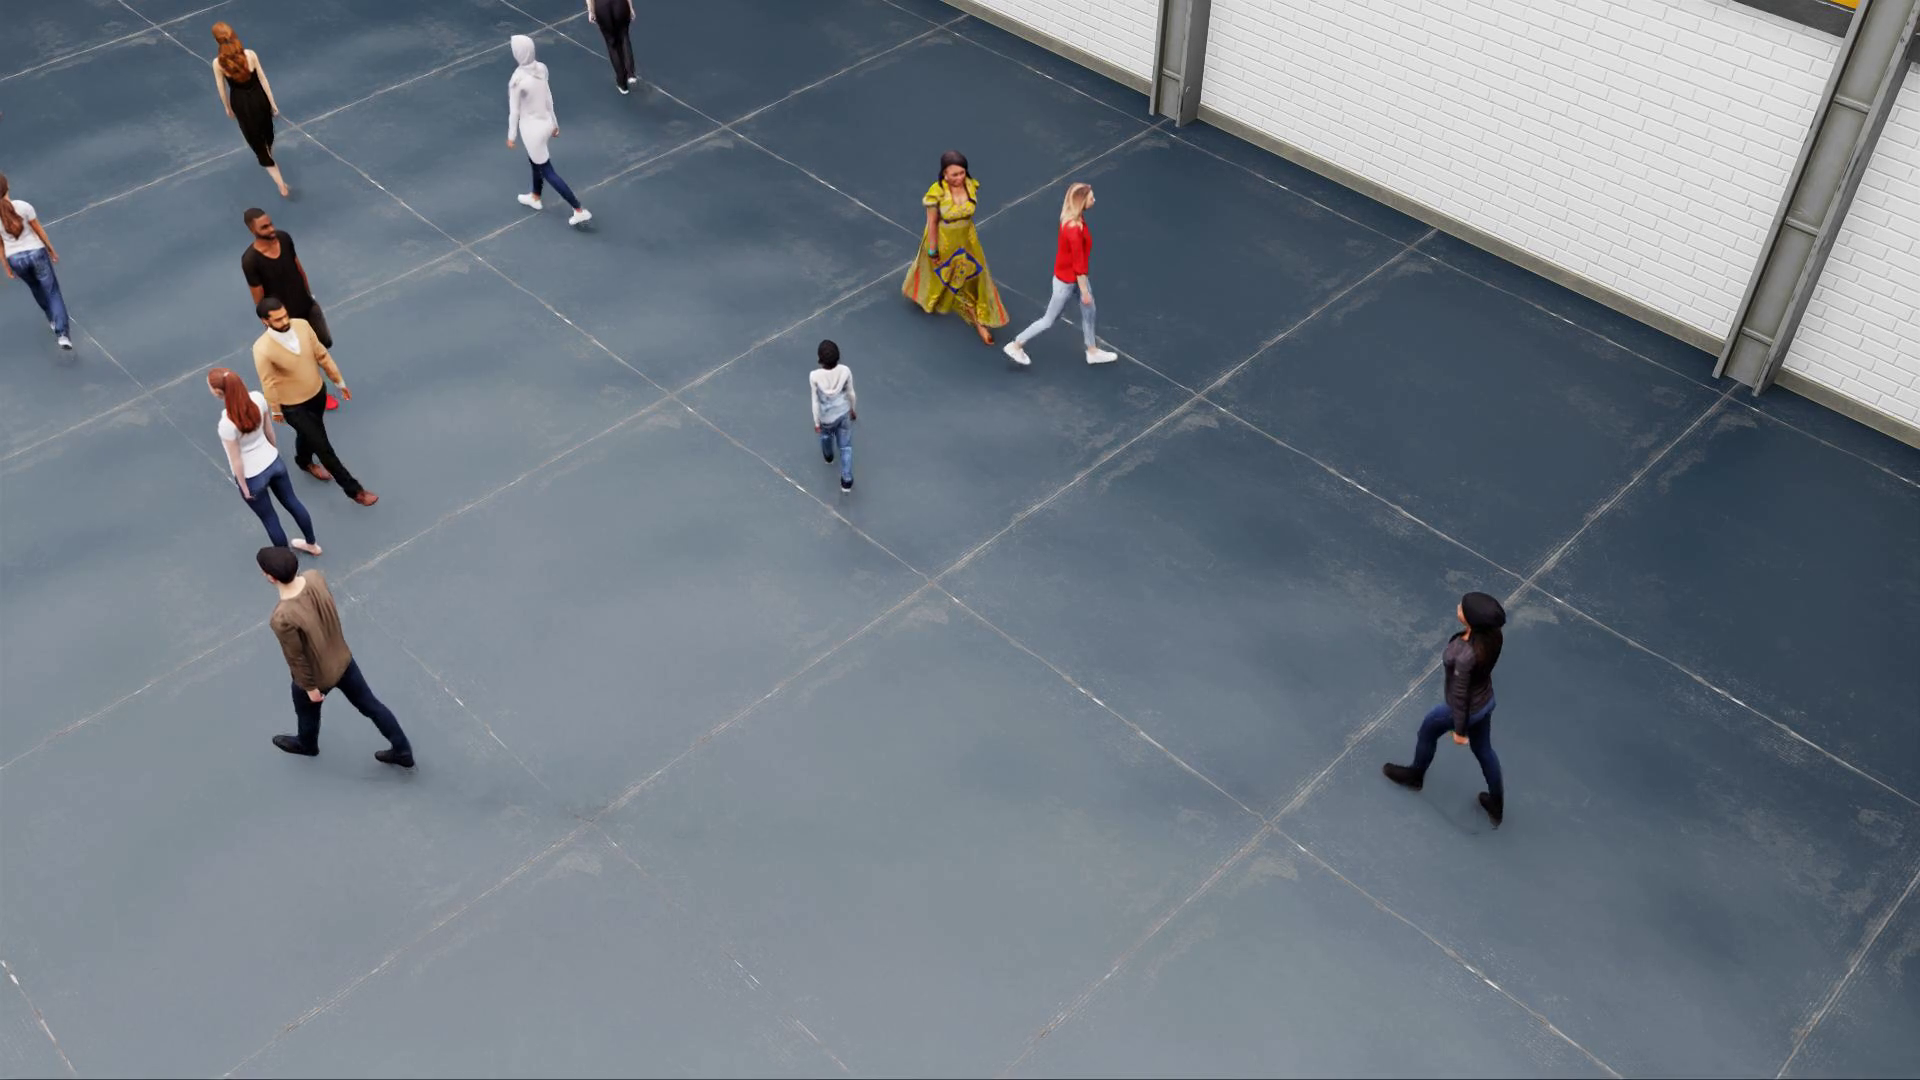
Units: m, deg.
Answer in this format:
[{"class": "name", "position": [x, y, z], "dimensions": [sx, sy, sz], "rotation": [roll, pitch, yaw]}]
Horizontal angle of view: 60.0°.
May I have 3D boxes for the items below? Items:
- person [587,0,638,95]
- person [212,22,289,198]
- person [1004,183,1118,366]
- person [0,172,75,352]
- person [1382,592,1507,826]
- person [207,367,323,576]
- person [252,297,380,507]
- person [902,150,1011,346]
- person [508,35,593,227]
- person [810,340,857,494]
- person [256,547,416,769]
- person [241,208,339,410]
[{"class": "person", "position": [-3.407, -5.184, 16.330], "dimensions": [0.712, 1.734, 0.763], "rotation": [-16, 46, -16]}, {"class": "person", "position": [-6.385, -3.845, 15.045], "dimensions": [0.753, 1.569, 1.182], "rotation": [-23, 48, -22]}, {"class": "person", "position": [0.780, -2.021, 13.057], "dimensions": [1.192, 1.669, 1.109], "rotation": [1, 44, 2]}, {"class": "person", "position": [-7.471, -2.221, 13.364], "dimensions": [0.807, 1.535, 1.105], "rotation": [-16, 46, -16]}, {"class": "person", "position": [3.060, 1.034, 9.829], "dimensions": [1.013, 1.699, 0.656], "rotation": [33, 53, 30]}, {"class": "person", "position": [-4.771, -0.469, 11.380], "dimensions": [0.629, 1.736, 0.622], "rotation": [18, 46, 18]}, {"class": "person", "position": [-4.790, -1.040, 12.002], "dimensions": [1.244, 1.705, 0.909], "rotation": [19, 47, 19]}, {"class": "person", "position": [-0.128, -2.442, 13.548], "dimensions": [0.977, 1.601, 1.340], "rotation": [-23, 48, -22]}, {"class": "person", "position": [-3.654, -3.546, 14.603], "dimensions": [1.195, 1.746, 0.886], "rotation": [16, 46, 17]}, {"class": "person", "position": [-0.915, -0.905, 12.193], "dimensions": [0.777, 1.245, 0.932], "rotation": [-8, 44, -8]}, {"class": "person", "position": [-3.758, 0.770, 10.005], "dimensions": [1.274, 1.838, 1.067], "rotation": [10, 44, 10]}, {"class": "person", "position": [-5.192, -1.788, 12.718], "dimensions": [0.795, 1.799, 0.767], "rotation": [20, 47, 20]}]
